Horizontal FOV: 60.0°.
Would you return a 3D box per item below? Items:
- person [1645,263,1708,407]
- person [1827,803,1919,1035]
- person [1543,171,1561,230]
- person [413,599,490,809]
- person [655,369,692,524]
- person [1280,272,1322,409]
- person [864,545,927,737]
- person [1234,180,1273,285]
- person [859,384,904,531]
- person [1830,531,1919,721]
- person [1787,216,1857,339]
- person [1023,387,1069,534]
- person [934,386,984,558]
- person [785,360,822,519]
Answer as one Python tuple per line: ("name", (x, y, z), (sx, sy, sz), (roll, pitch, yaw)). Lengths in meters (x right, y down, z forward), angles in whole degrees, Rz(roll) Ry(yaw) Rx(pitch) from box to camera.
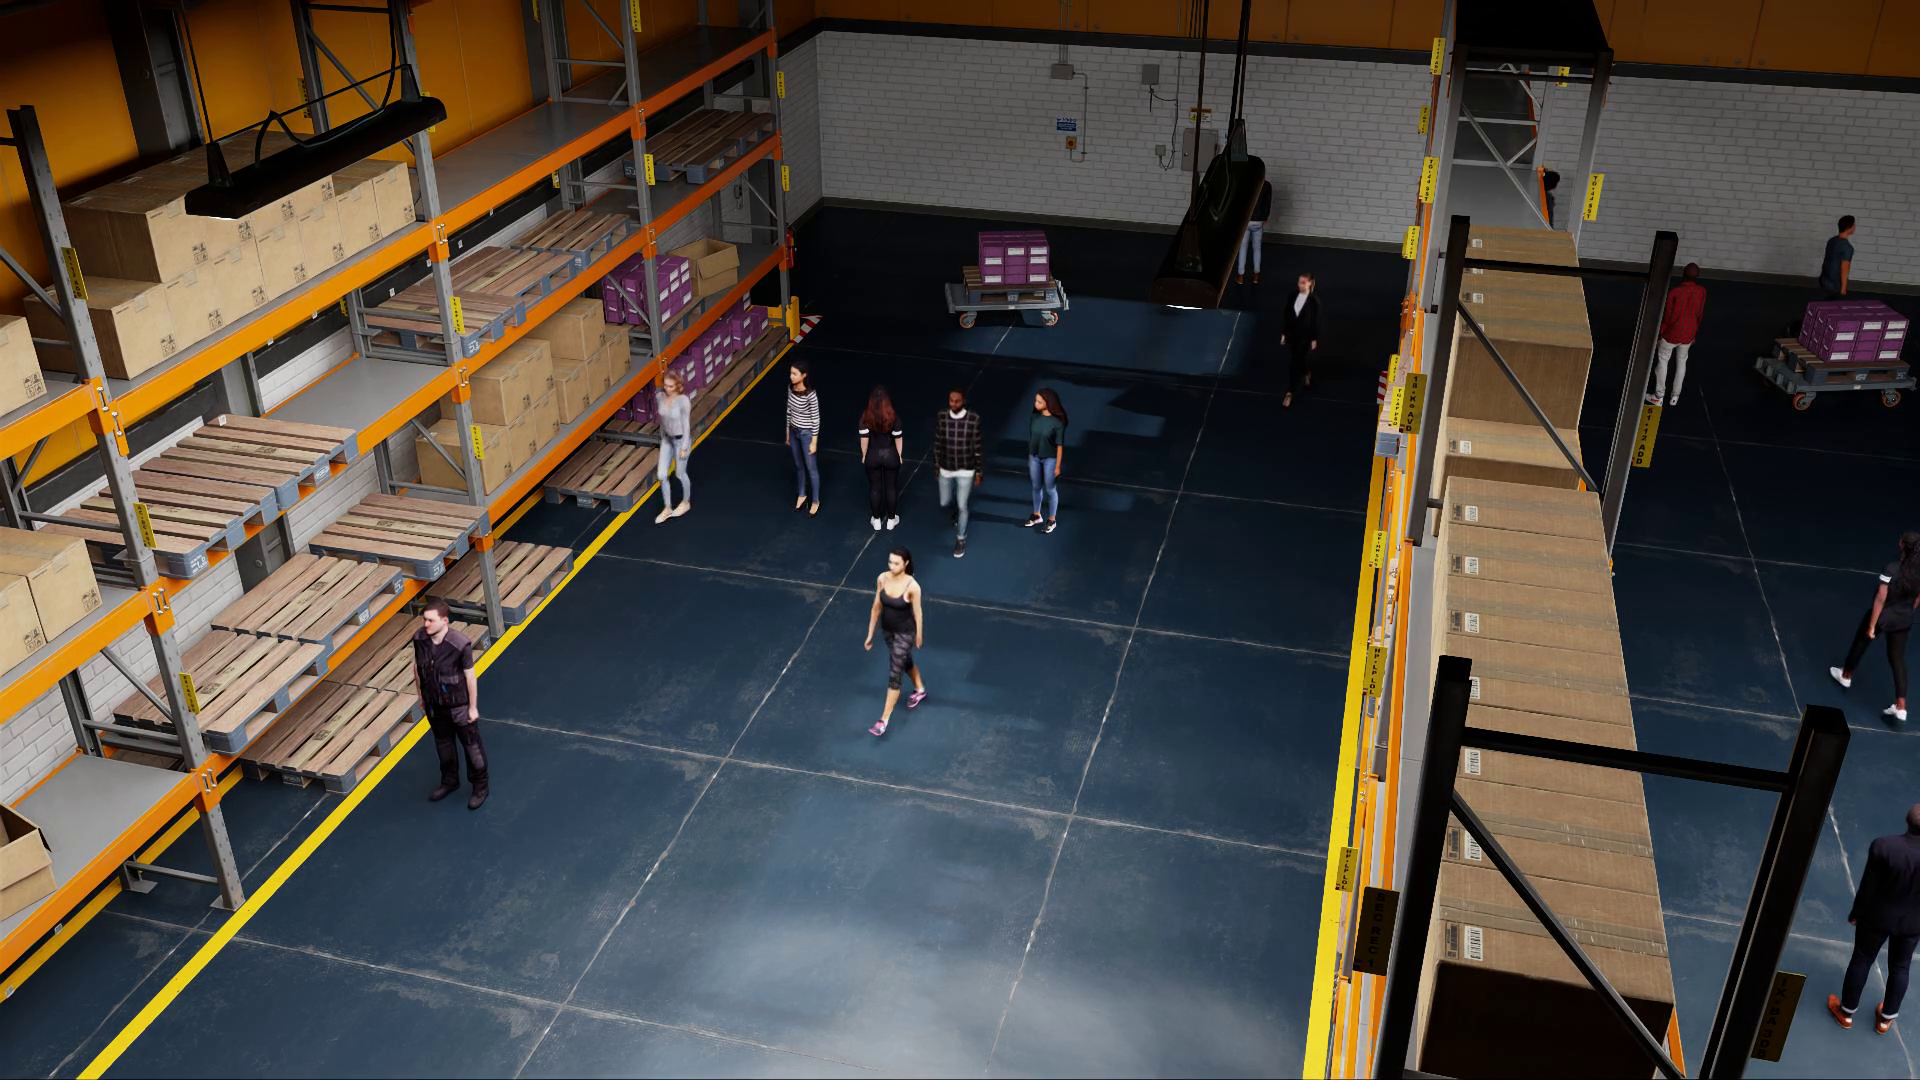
("person", (8.764, -2.520, 20.289), (0.725, 1.819, 0.683), (-1, 29, -1))
("person", (6.202, 2.518, 11.055), (0.682, 1.818, 0.591), (8, 30, 14))
("person", (8.364, -4.522, 24.088), (0.799, 1.697, 0.679), (-15, 32, -26))
("person", (-4.077, 1.285, 13.287), (0.713, 1.846, 0.592), (9, 30, 16))
("person", (-2.948, -1.040, 17.636), (0.769, 1.761, 0.837), (19, 34, 31))
("person", (4.206, -2.481, 20.369), (0.930, 1.675, 1.167), (22, 36, 35))
("person", (-0.478, 0.783, 14.372), (0.847, 1.687, 1.194), (19, 34, 30))
("person", (4.241, -4.620, 24.120), (0.720, 1.837, 0.670), (-2, 29, -3))
("person", (-0.821, -0.874, 17.459), (0.666, 1.639, 0.659), (0, 29, 0))
("person", (8.115, 0.758, 14.416), (0.930, 1.688, 1.259), (-3, 29, -5))
("person", (11.395, -3.368, 21.872), (0.854, 1.791, 1.034), (1, 29, 2))
("person", (0.901, -0.858, 17.455), (0.691, 1.615, 0.715), (22, 35, 34))
("person", (0.003, -0.767, 17.093), (0.692, 1.802, 0.951), (6, 29, 10))
("person", (-1.658, -1.086, 17.684), (0.655, 1.796, 0.645), (25, 37, 37))
